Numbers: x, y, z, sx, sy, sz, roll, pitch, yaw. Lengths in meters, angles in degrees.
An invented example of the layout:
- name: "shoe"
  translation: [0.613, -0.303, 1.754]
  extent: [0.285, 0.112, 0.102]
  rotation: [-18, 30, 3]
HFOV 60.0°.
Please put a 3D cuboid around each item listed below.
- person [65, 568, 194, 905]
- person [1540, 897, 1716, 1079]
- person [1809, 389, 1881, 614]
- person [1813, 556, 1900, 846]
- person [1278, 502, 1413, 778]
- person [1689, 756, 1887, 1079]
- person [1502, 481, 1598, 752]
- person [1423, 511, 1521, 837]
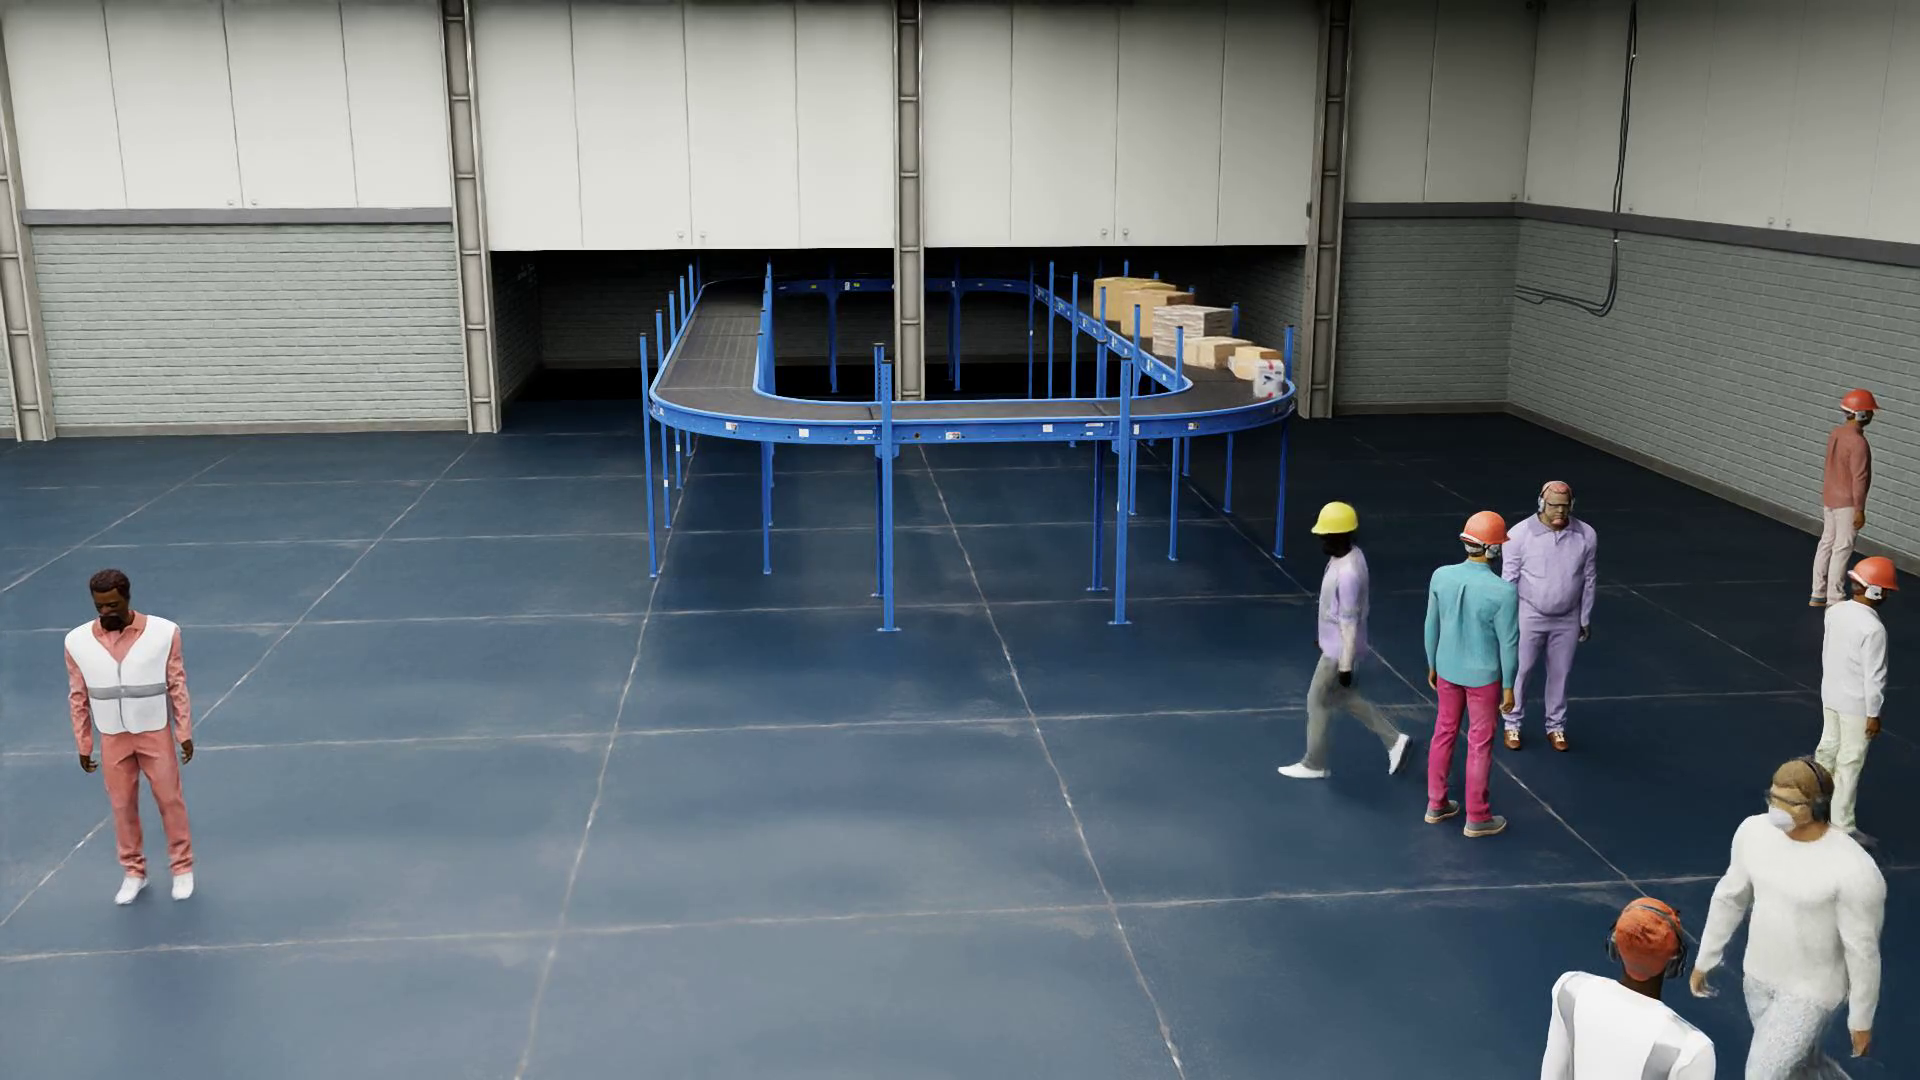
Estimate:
- name: "person"
  translation: [-4.554, 1.066, 9.169]
  extent: [0.598, 1.908, 0.397]
  rotation: [-4, 15, -15]
- name: "person"
  translation: [2.132, 2.033, 5.338]
  extent: [0.347, 1.884, 0.584]
  rotation: [-9, 17, -33]
- name: "person"
  translation: [7.764, -0.332, 14.571]
  extent: [0.375, 1.997, 0.611]
  rotation: [1, 14, 3]
- name: "person"
  translation: [5.361, 0.948, 9.953]
  extent: [0.331, 1.747, 0.559]
  rotation: [0, 14, -1]
- name: "person"
  translation: [2.531, 0.672, 10.762]
  extent: [0.772, 1.896, 0.601]
  rotation: [4, 15, 15]
- name: "person"
  translation: [3.131, 1.746, 6.472]
  extent: [1.012, 1.884, 0.659]
  rotation: [-4, 15, -17]
- name: "person"
  translation: [4.008, 0.525, 11.358]
  extent: [0.635, 1.900, 0.399]
  rotation: [0, 14, 0]
- name: "person"
  translation: [3.095, 0.799, 10.048]
  extent: [0.385, 1.993, 0.623]
  rotation: [-11, 18, -37]
